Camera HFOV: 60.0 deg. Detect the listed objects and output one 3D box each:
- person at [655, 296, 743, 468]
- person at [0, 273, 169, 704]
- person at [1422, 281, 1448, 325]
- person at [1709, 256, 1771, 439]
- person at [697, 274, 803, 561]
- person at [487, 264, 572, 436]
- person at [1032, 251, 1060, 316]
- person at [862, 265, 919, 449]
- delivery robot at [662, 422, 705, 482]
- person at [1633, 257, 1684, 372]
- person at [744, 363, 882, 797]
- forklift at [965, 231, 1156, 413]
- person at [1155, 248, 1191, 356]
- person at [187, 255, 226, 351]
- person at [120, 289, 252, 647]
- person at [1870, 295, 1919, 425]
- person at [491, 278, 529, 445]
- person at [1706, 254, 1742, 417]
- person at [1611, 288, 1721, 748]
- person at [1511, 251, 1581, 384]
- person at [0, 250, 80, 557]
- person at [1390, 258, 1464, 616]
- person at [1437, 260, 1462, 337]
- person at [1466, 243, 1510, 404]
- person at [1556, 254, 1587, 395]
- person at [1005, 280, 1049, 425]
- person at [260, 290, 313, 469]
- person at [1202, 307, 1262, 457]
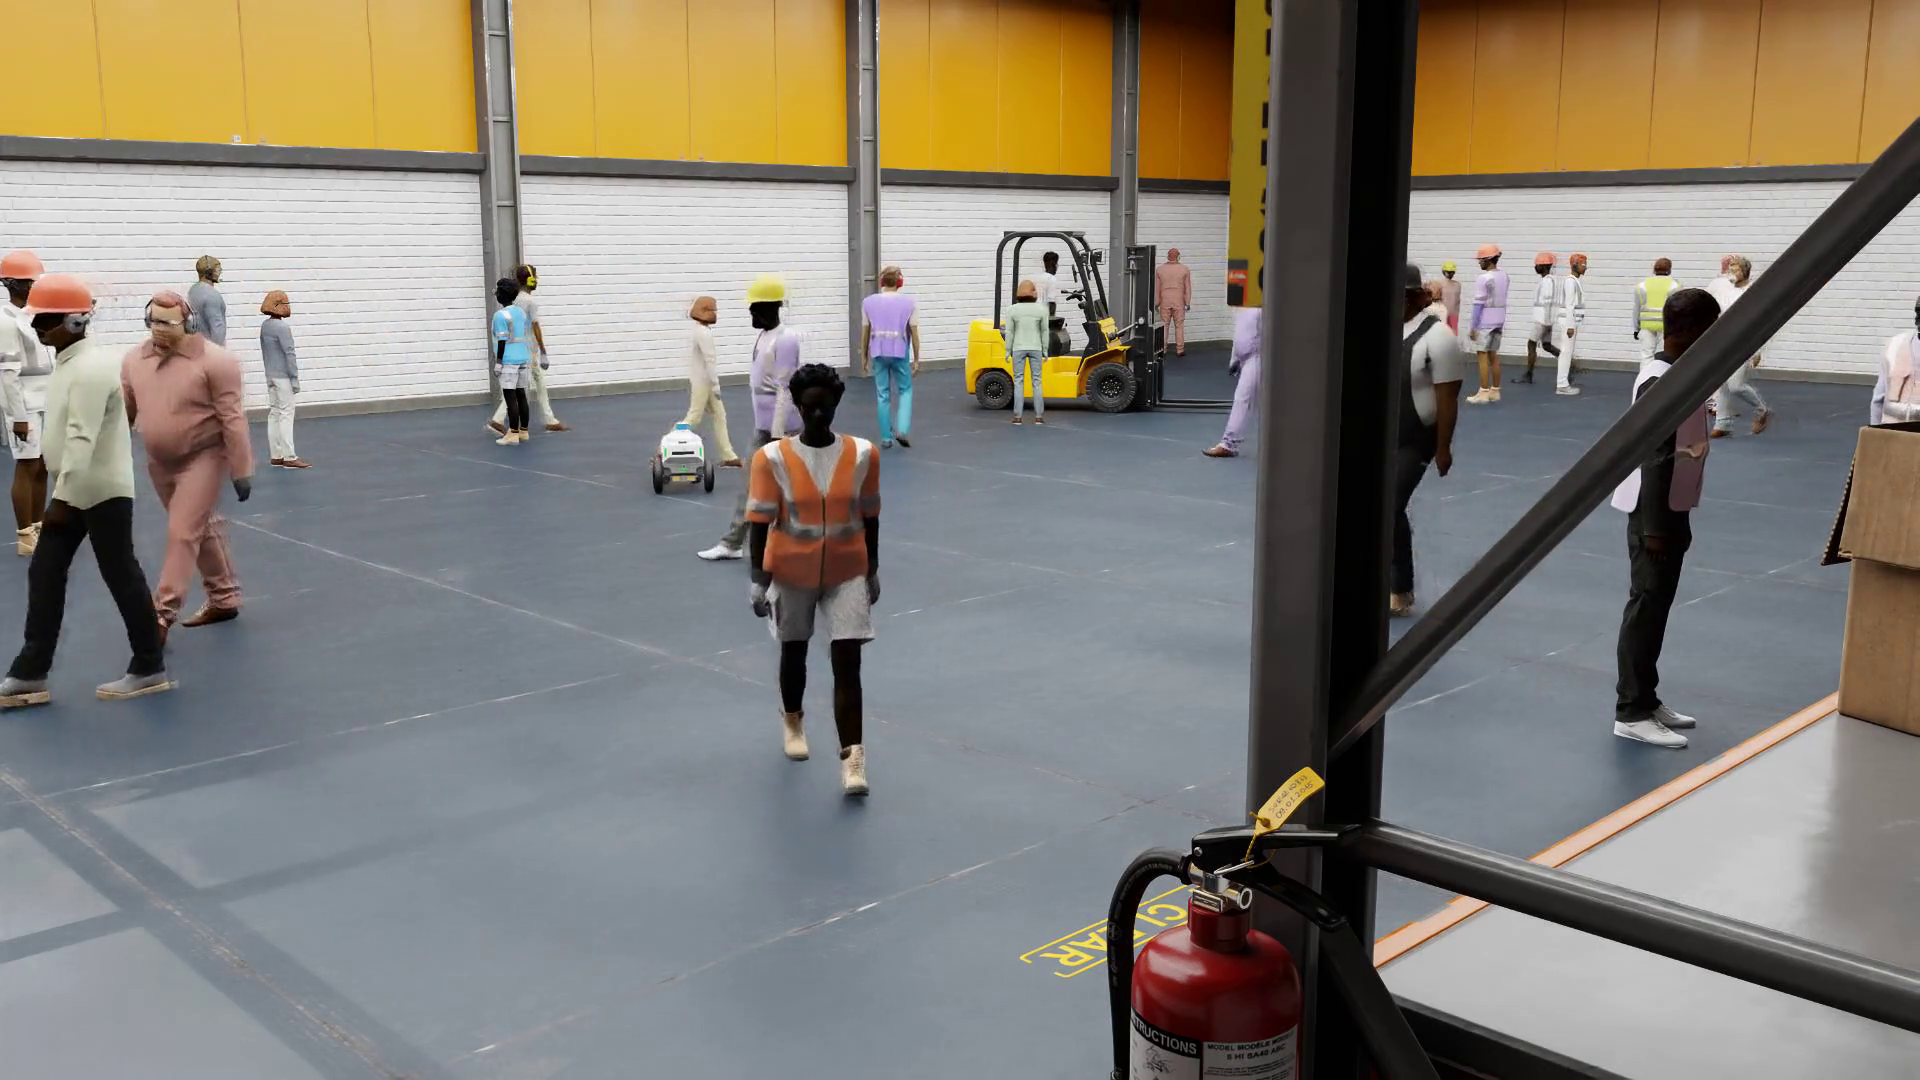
[{"bbox_3d":[-2.364,-1.420,15.108,0.854,1.595,0.504,-2,11,-12],"label":"person"},{"bbox_3d":[-4.066,-0.196,7.453,0.622,1.958,0.898,10,14,43],"label":"person"},{"bbox_3d":[5.260,-2.065,18.539,0.321,1.630,0.521,9,14,41],"label":"person"},{"bbox_3d":[8.169,-1.998,17.385,0.579,1.925,0.633,-3,11,-17],"label":"person"},{"bbox_3d":[-1.245,-0.786,10.879,0.902,1.883,0.605,-5,11,-25],"label":"person"},{"bbox_3d":[-4.663,-2.024,17.784,0.982,1.834,0.510,-8,13,-38],"label":"person"},{"bbox_3d":[1.155,-3.091,23.386,1.026,1.910,0.659,-7,13,-35],"label":"person"},{"bbox_3d":[-0.697,-1.812,16.584,0.593,1.834,0.452,1,10,4],"label":"person"},{"bbox_3d":[-2.341,-0.749,14.024,0.477,0.478,0.707,-2,11,-10],"label":"delivery robot"},{"bbox_3d":[9.179,-2.781,21.855,0.637,1.841,0.429,7,13,34],"label":"person"},{"bbox_3d":[-0.562,0.131,6.490,0.548,1.644,0.890,-2,11,-13],"label":"person"},{"bbox_3d":[1.222,-2.721,20.561,2.313,2.155,1.214,2,11,13],"label":"forklift"},{"bbox_3d":[3.758,-4.196,29.389,0.655,1.906,0.407,3,11,14],"label":"person"},{"bbox_3d":[-7.416,-1.842,16.469,0.355,1.937,0.634,-10,14,-42],"label":"person"},{"bbox_3d":[-4.149,-0.379,8.730,0.758,1.843,0.965,3,11,17],"label":"person"},{"bbox_3d":[5.563,-0.537,9.651,0.537,1.825,0.660,-8,13,-36],"label":"person"},{"bbox_3d":[-4.592,-1.816,16.979,0.318,1.700,0.535,2,11,11],"label":"person"},{"bbox_3d":[9.084,-2.422,19.721,0.407,1.905,0.655,1,10,3],"label":"person"},{"bbox_3d":[2.980,-0.104,7.056,0.392,1.915,0.590,6,12,30],"label":"person"},{"bbox_3d":[8.468,-3.176,23.857,0.879,1.912,0.552,4,11,22],"label":"person"},{"bbox_3d":[-6.157,-0.895,11.064,0.394,2.038,0.606,-2,11,-9],"label":"person"},{"bbox_3d":[2.382,-0.587,9.347,0.586,2.000,0.699,-6,12,-31],"label":"person"},{"bbox_3d":[7.864,-3.675,27.029,0.534,1.730,0.843,-2,11,-11],"label":"person"},{"bbox_3d":[6.700,-2.746,21.135,0.618,2.035,0.395,-9,14,-40],"label":"person"},{"bbox_3d":[8.231,-2.901,22.390,0.337,1.881,0.584,4,11,23],"label":"person"},{"bbox_3d":[0.752,-2.117,18.801,0.501,1.631,0.287,0,10,-2],"label":"person"},{"bbox_3d":[-6.226,-1.472,15.283,0.500,1.633,0.284,9,14,40],"label":"person"},{"bbox_3d":[2.863,-1.731,16.107,1.008,1.860,0.666,-2,11,-11],"label":"person"}]
